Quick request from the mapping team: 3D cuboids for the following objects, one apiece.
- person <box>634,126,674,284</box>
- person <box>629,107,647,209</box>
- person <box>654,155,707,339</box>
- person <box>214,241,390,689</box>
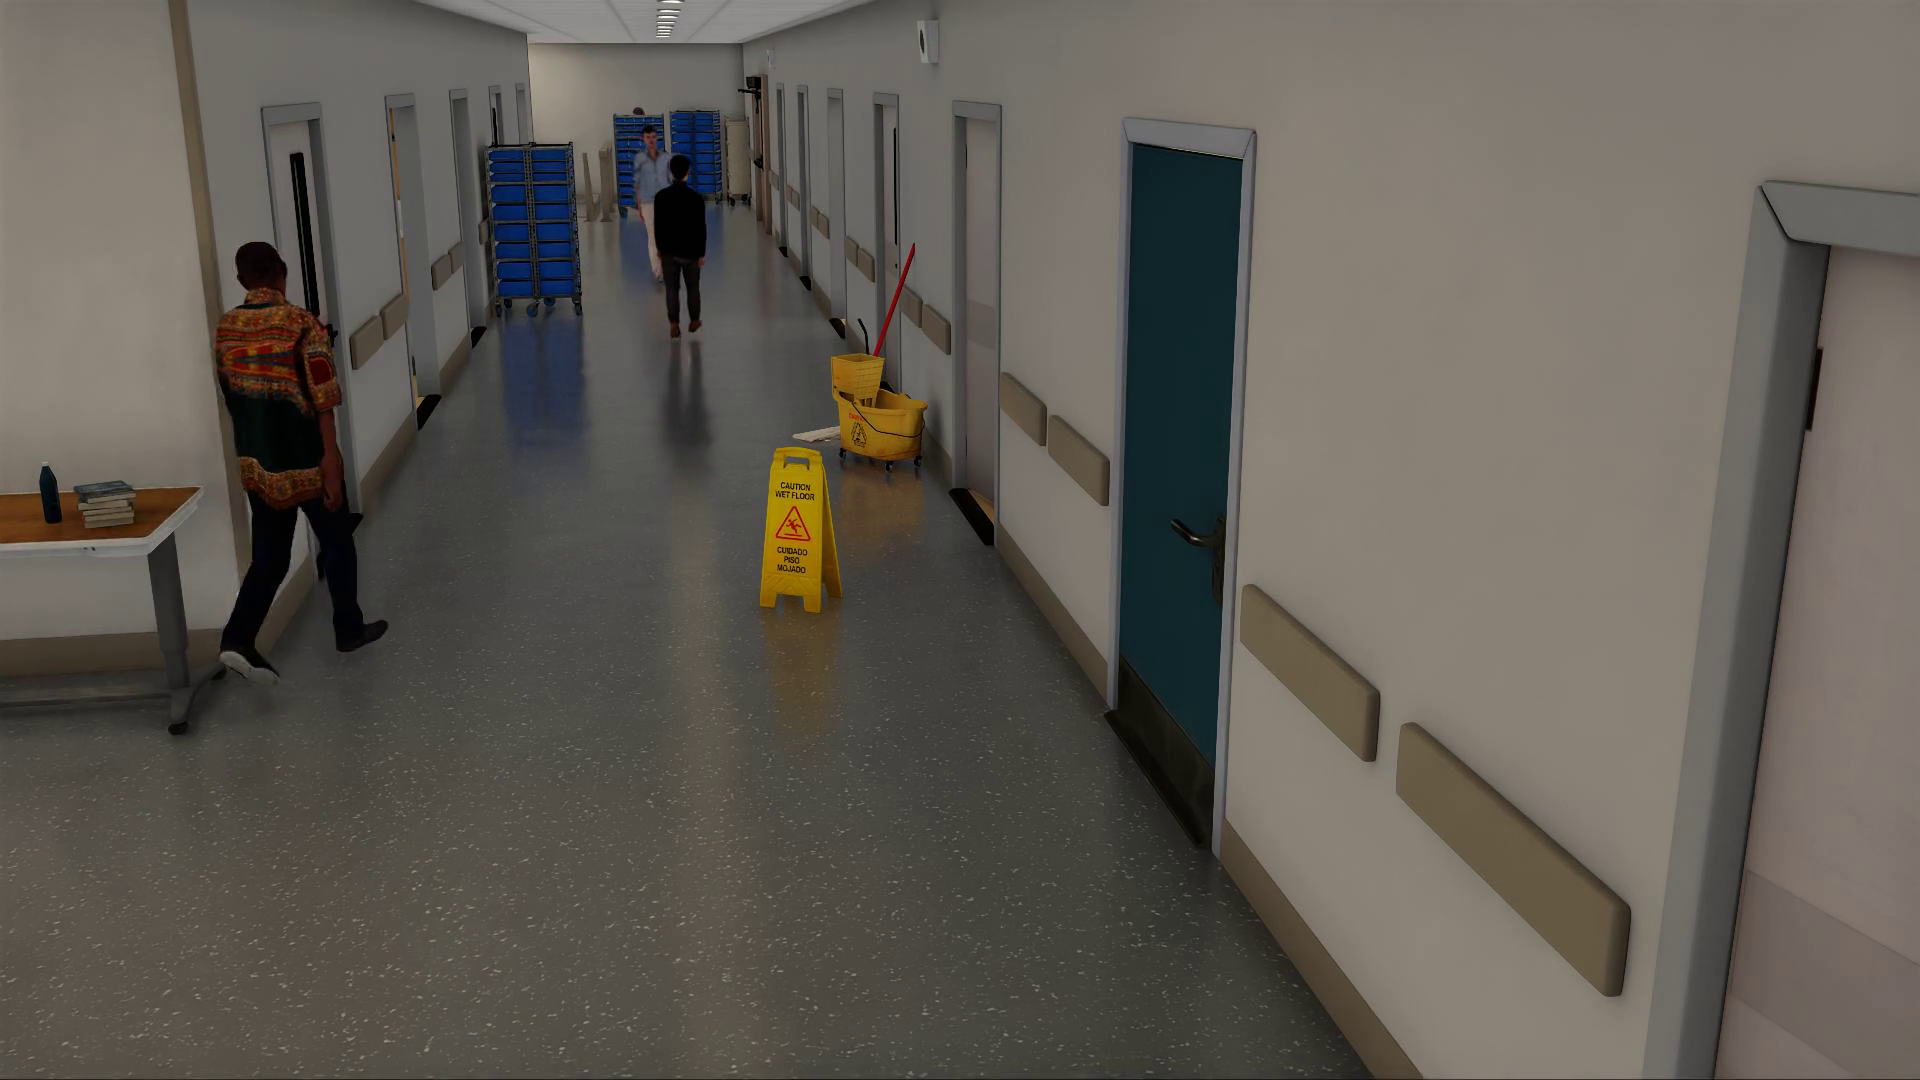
[{"bbox_3d":[-3.669,-4.024,20.010,0.804,1.817,1.189,-6,17,-21],"label":"person"},{"bbox_3d":[-5.955,-7.127,30.993,0.771,1.831,0.742,13,21,40],"label":"person"},{"bbox_3d":[-2.641,-2.709,15.584,0.761,1.688,1.106,0,16,-1],"label":"person"},{"bbox_3d":[-2.771,-0.274,6.730,1.018,1.765,1.278,5,16,16],"label":"person"}]
